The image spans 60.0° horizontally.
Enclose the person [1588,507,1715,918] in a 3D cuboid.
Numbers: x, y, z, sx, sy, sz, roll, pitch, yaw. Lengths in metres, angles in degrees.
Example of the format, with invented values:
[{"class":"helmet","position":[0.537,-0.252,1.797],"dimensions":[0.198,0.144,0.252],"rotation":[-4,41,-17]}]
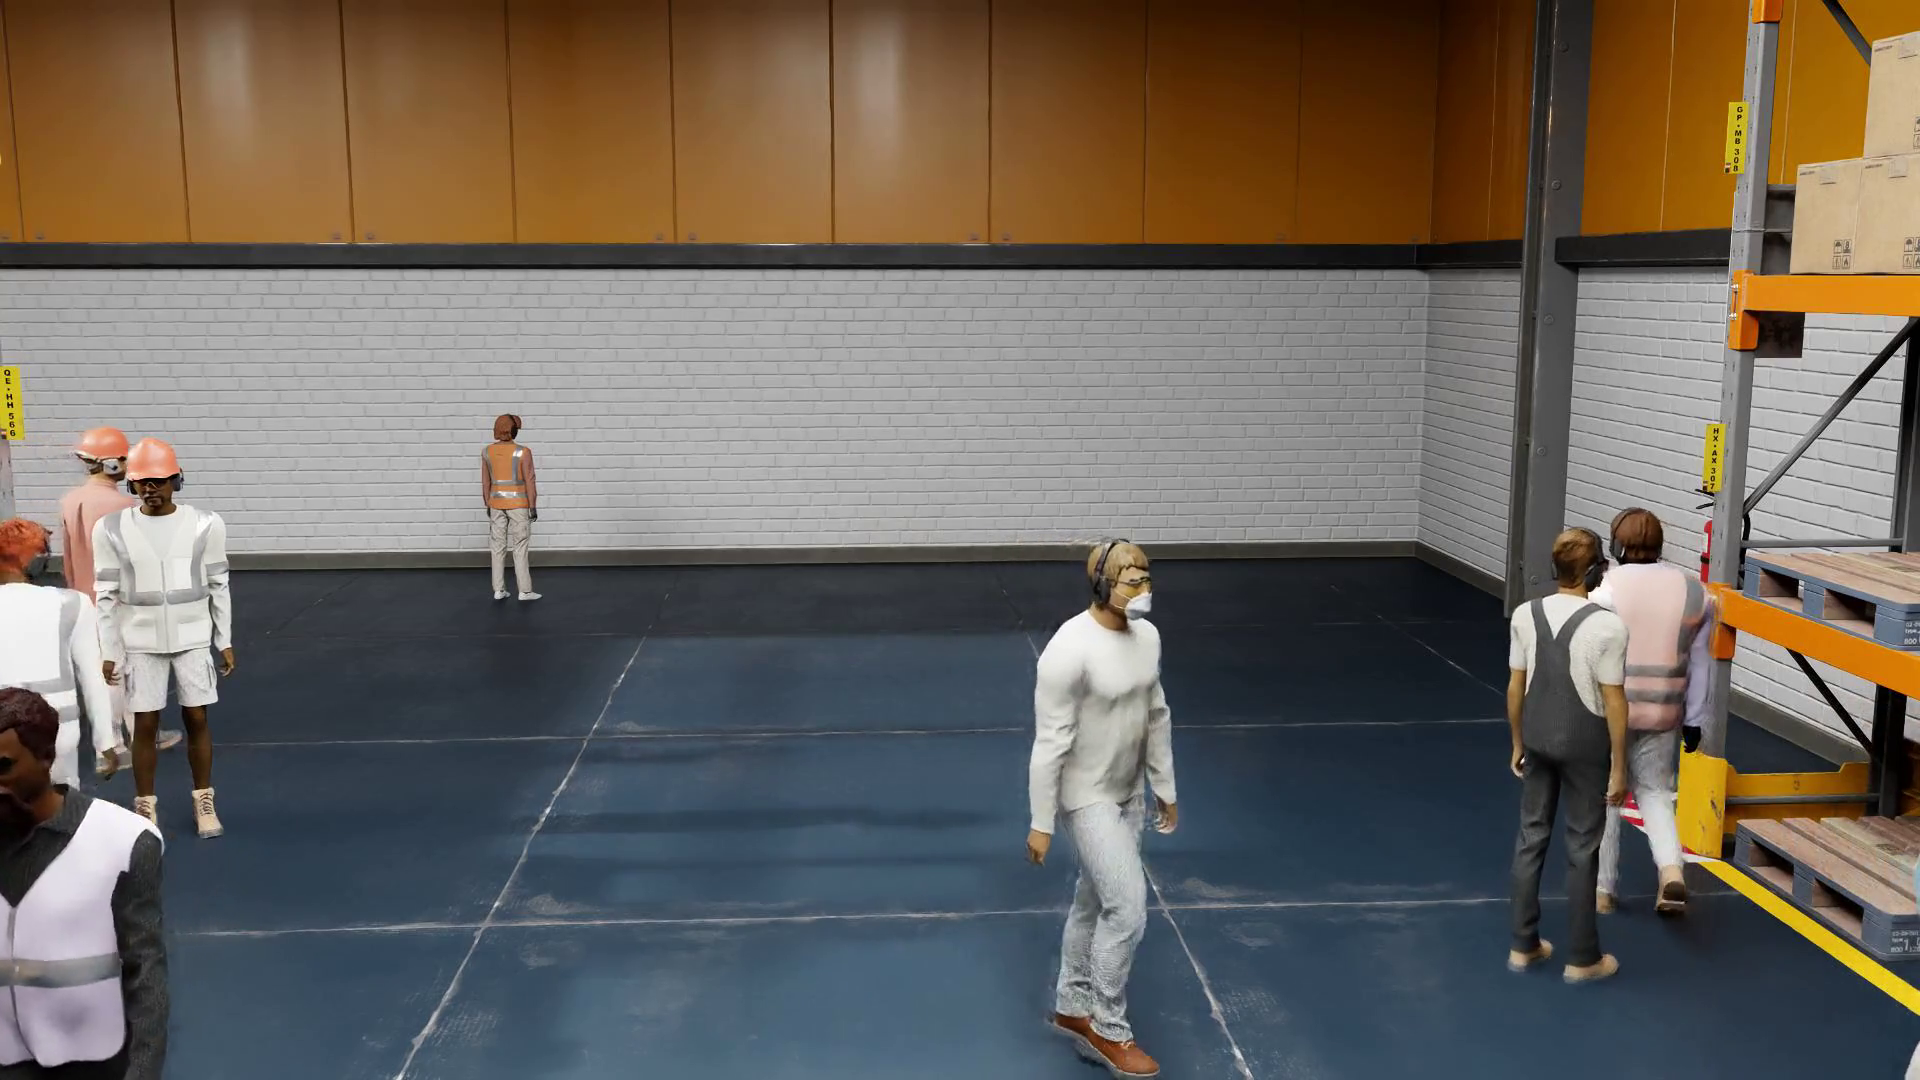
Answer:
[{"class":"person","position":[2.941,0.775,7.259],"dimensions":[0.630,1.831,0.569],"rotation":[0,9,2]}]

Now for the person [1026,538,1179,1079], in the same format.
[{"class":"person","position":[0.574,0.947,5.900],"dimensions":[0.697,1.913,0.670],"rotation":[7,11,36]}]

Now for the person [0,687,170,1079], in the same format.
[{"class":"person","position":[-2.200,1.265,4.068],"dimensions":[0.609,1.864,1.005],"rotation":[0,9,0]}]

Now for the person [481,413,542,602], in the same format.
[{"class":"person","position":[-3.905,-0.276,14.447],"dimensions":[0.520,1.640,0.307],"rotation":[3,9,17]}]

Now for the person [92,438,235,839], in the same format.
[{"class":"person","position":[-3.939,0.507,8.269],"dimensions":[0.613,2.041,0.393],"rotation":[-5,10,-26]}]

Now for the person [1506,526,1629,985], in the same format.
[{"class":"person","position":[2.441,0.860,6.676],"dimensions":[0.336,1.843,0.513],"rotation":[-8,12,-40]}]

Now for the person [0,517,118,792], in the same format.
[{"class":"person","position":[-3.834,0.841,6.808],"dimensions":[0.621,1.850,0.681],"rotation":[-7,12,-39]}]

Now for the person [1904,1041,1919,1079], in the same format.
[{"class":"person","position":[2.839,1.327,4.557],"dimensions":[0.505,1.585,0.920],"rotation":[-2,9,-11]}]

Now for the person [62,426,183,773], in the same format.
[{"class":"person","position":[-4.814,0.331,9.626],"dimensions":[0.626,1.988,0.607],"rotation":[6,11,34]}]
